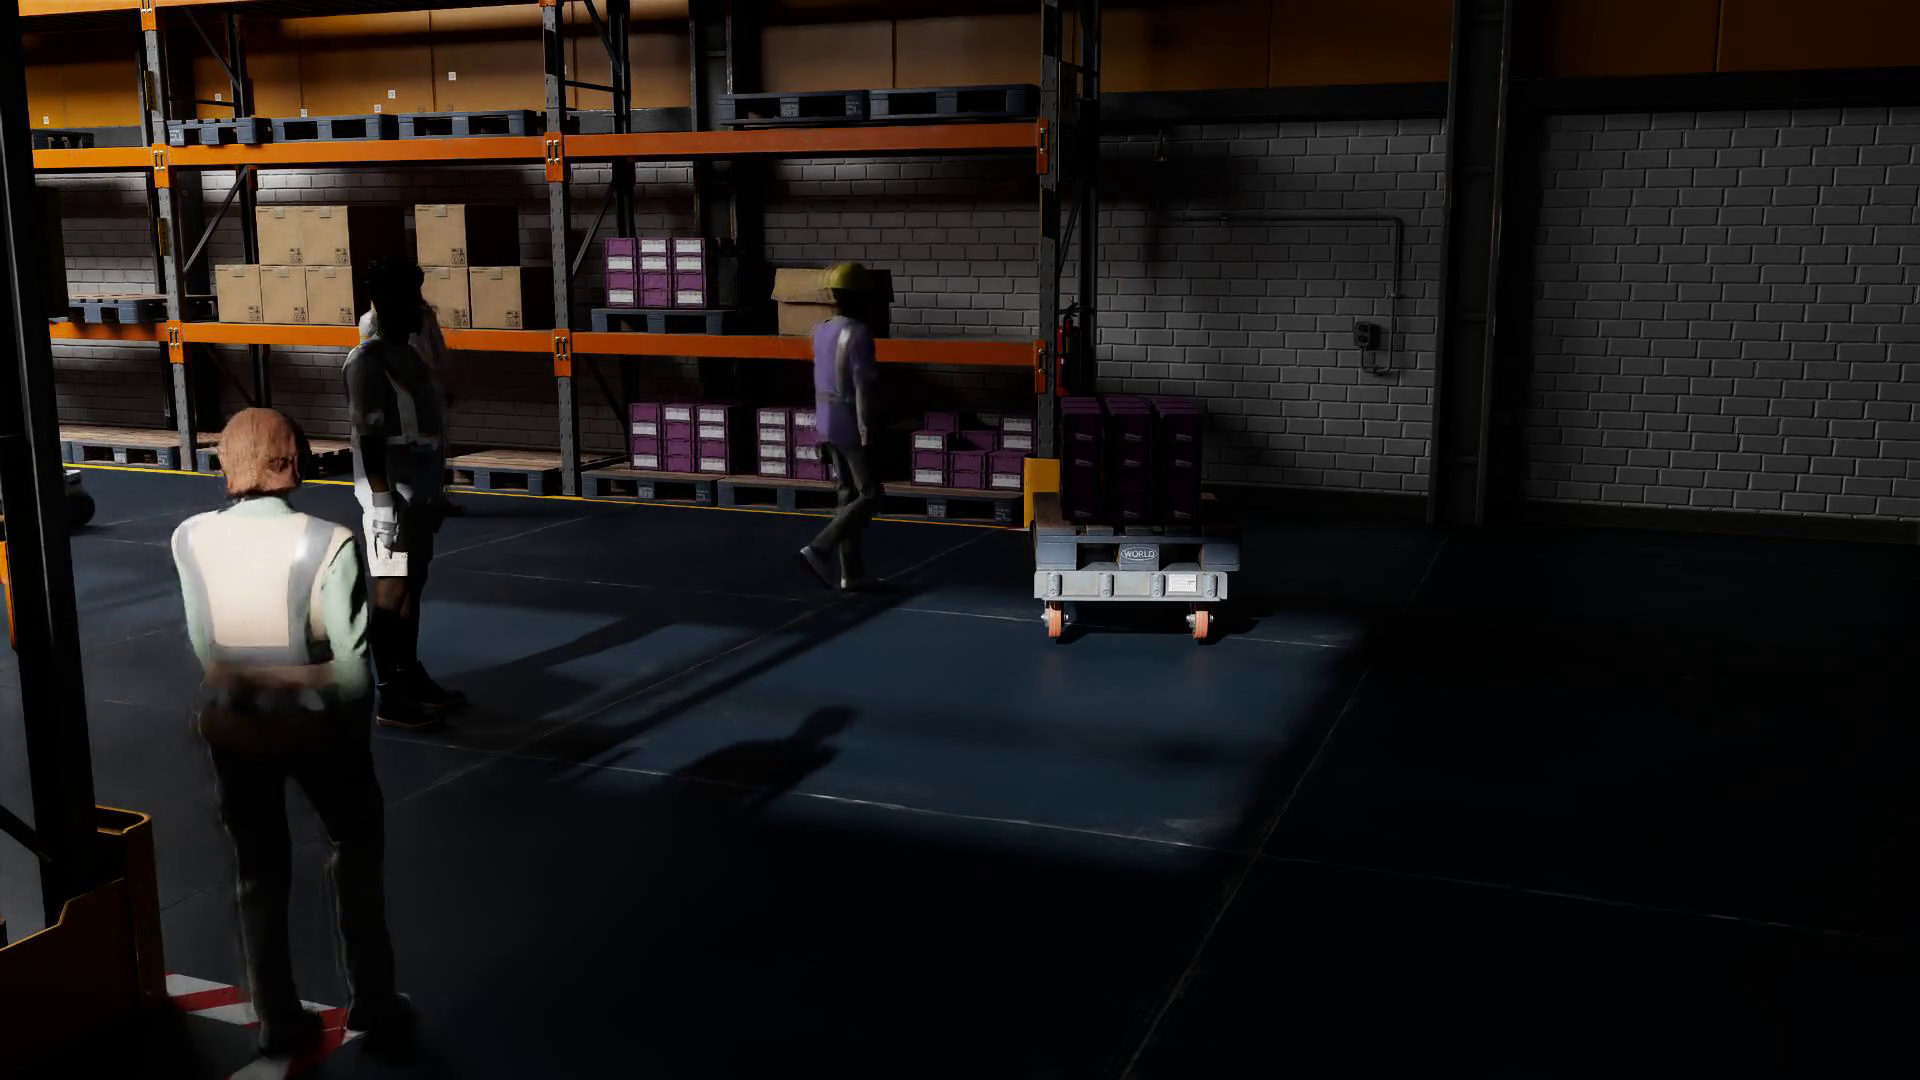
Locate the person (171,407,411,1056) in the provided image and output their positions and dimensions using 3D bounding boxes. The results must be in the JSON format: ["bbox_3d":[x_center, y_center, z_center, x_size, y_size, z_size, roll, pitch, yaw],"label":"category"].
[{"bbox_3d":[-1.673,0.477,4.172,0.528,1.623,0.445,1,10,6],"label":"person"}]

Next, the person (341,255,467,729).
[{"bbox_3d":[-2.339,-0.201,6.987,0.367,1.966,0.606,0,10,0],"label":"person"}]

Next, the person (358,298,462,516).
[{"bbox_3d":[-4.004,-1.065,12.145,0.696,1.852,0.351,-7,12,-33],"label":"person"}]

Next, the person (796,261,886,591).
[{"bbox_3d":[-0.677,-0.629,9.500,0.530,1.913,0.595,-6,12,-31],"label":"person"}]

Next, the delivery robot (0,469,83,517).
[{"bbox_3d":[-6.528,-0.368,11.589,0.707,0.478,0.477,-1,10,-4],"label":"delivery robot"}]
